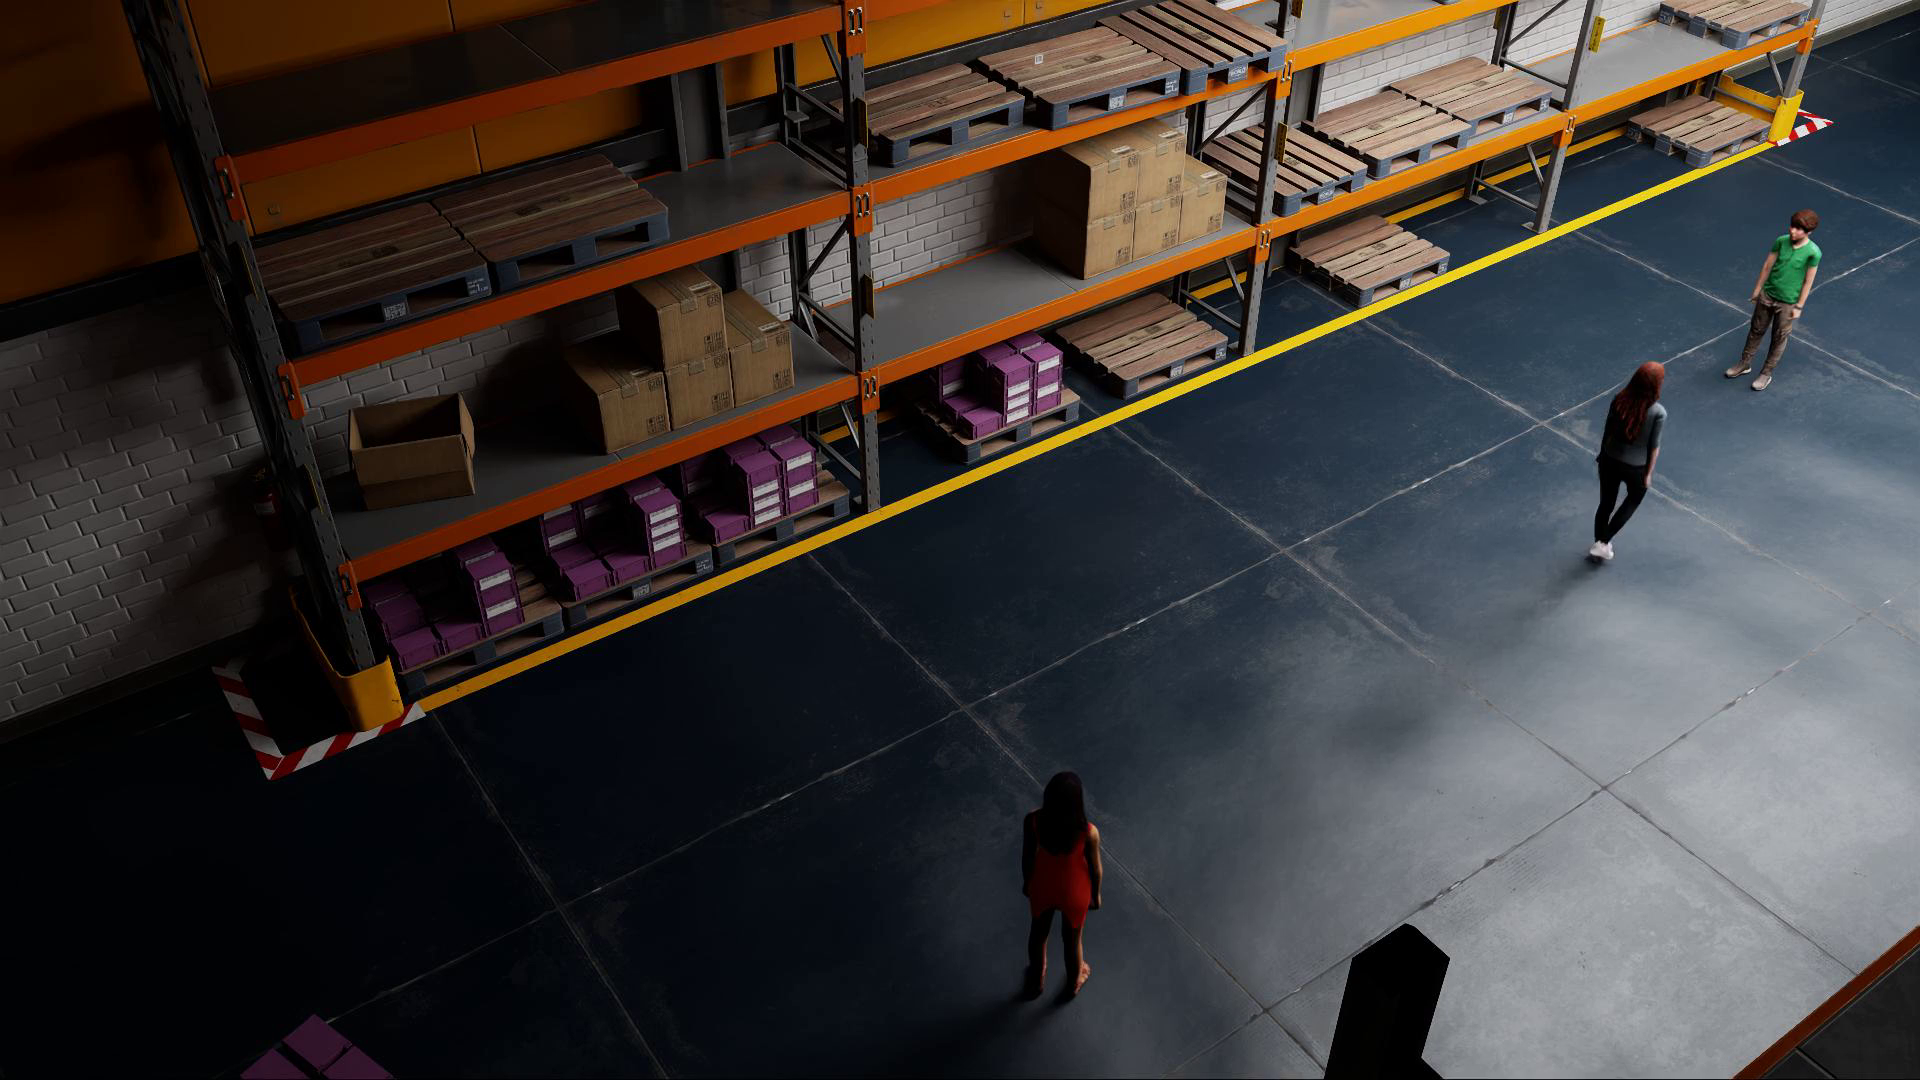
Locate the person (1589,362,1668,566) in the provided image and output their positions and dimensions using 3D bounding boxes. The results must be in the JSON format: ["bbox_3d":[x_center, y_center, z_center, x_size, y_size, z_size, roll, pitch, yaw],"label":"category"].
[{"bbox_3d":[4.797,-0.501,12.108,0.652,1.738,0.642,-31,48,-33],"label":"person"}]

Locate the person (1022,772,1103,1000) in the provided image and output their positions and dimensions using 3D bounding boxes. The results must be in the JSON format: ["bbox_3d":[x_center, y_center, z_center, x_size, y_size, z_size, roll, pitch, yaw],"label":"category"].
[{"bbox_3d":[0.543,1.902,9.115,0.663,1.719,0.709,9,39,11],"label":"person"}]

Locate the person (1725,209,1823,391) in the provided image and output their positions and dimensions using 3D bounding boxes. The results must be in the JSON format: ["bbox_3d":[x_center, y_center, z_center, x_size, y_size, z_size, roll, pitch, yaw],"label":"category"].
[{"bbox_3d":[6.978,-2.065,14.136,0.528,1.651,0.596,-26,45,-29],"label":"person"}]
